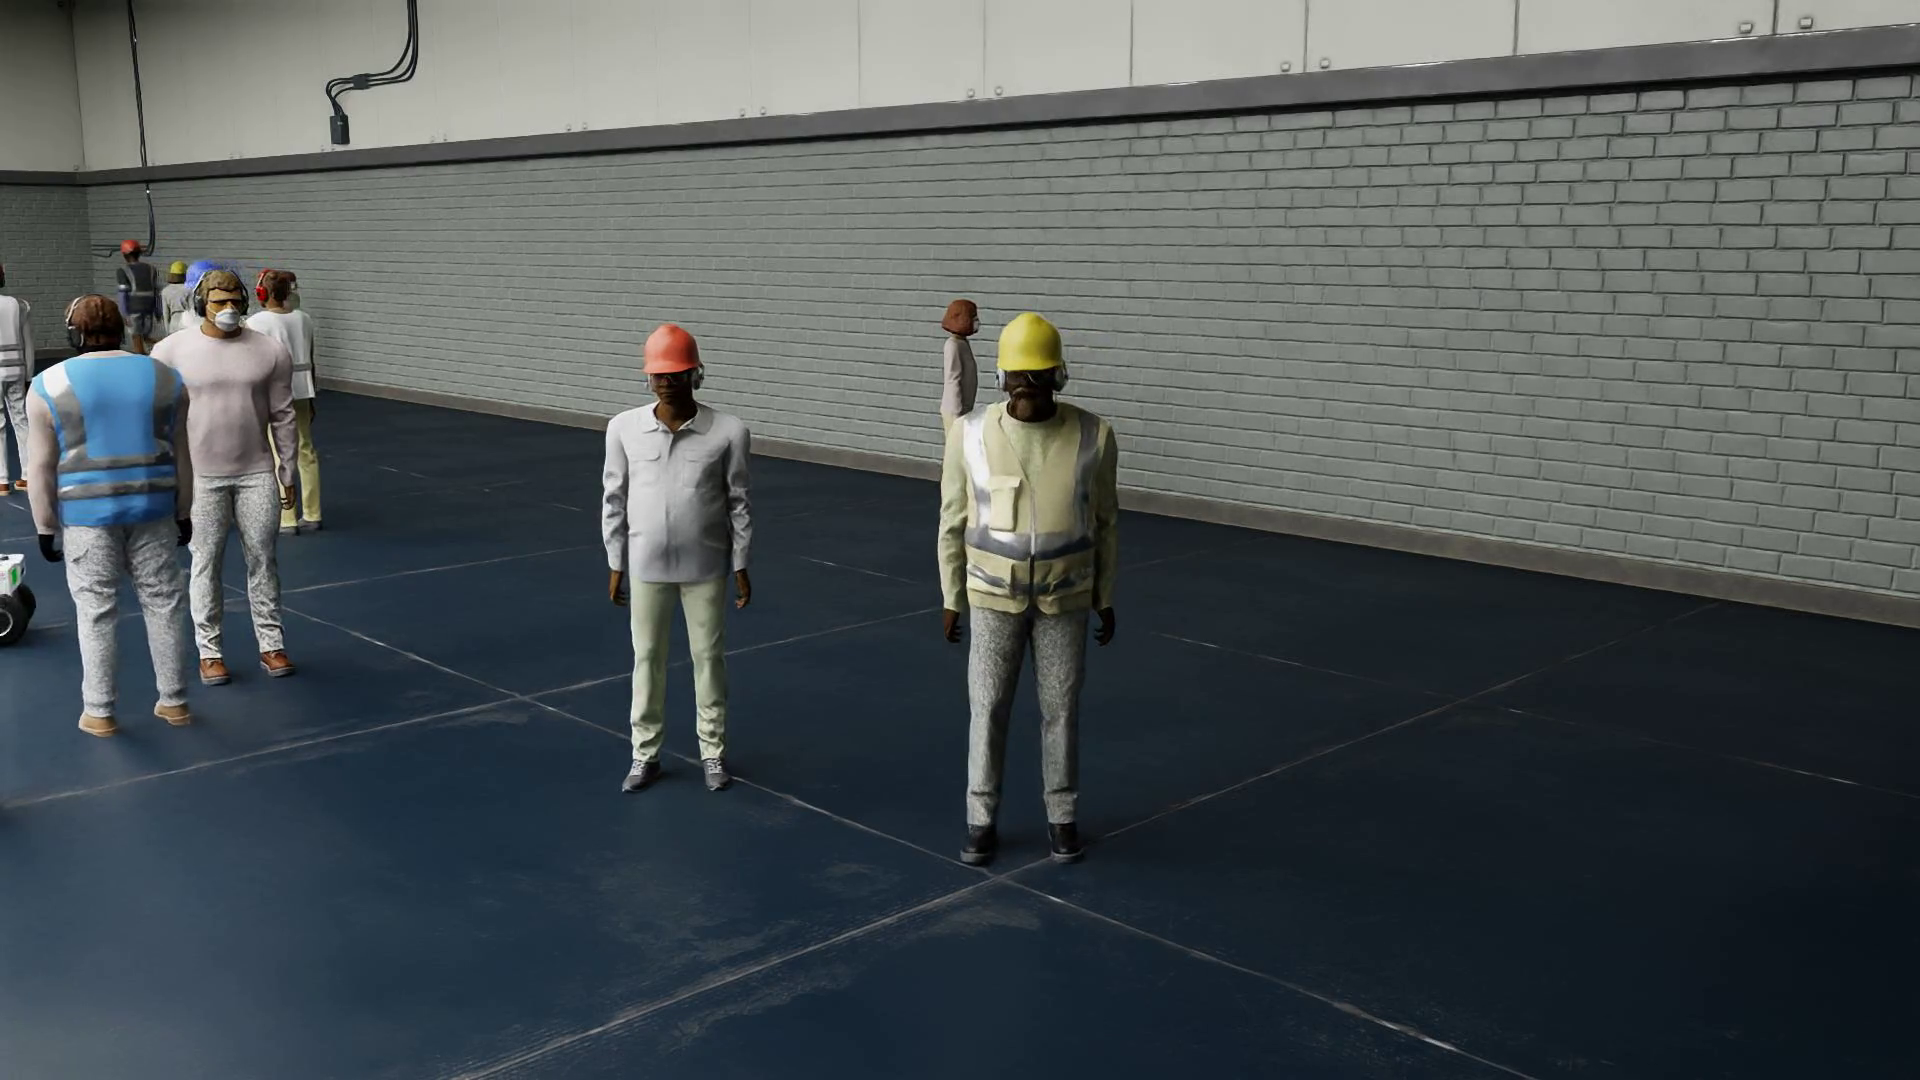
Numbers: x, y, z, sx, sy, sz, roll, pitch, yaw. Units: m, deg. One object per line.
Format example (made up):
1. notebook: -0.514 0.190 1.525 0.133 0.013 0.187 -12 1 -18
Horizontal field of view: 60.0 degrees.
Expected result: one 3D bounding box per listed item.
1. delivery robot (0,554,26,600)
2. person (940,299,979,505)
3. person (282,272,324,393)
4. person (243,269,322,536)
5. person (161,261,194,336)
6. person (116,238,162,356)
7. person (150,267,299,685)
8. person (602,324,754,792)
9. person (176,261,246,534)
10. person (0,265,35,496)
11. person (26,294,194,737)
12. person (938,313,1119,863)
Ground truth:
1. delivery robot: -5.164 0.217 8.458 0.707 0.478 0.477 -5 11 -23
2. person: 0.006 -0.866 11.673 0.278 1.634 0.498 1 10 7
3. person: -8.704 -2.684 21.685 0.727 1.599 0.516 5 12 25
4. person: -4.676 -0.944 11.522 0.389 1.845 0.564 4 11 23
5. person: -9.937 -2.686 21.303 0.487 1.744 0.297 1 10 7
6. person: -11.811 -3.309 23.922 0.449 2.029 0.639 6 12 29
7. person: -3.400 -0.295 7.762 0.625 1.933 0.375 -7 13 -34
8. person: -1.053 0.076 6.211 0.562 1.753 0.333 0 10 -2
9. person: -5.314 -0.988 11.630 0.648 1.884 0.936 8 13 37
10. person: -7.710 -1.297 13.355 0.349 1.879 0.584 5 12 26
11. person: -3.525 -0.097 6.937 0.629 1.841 0.429 -8 13 -38
12. person: 0.227 0.170 5.486 0.600 1.829 0.404 0 10 1
